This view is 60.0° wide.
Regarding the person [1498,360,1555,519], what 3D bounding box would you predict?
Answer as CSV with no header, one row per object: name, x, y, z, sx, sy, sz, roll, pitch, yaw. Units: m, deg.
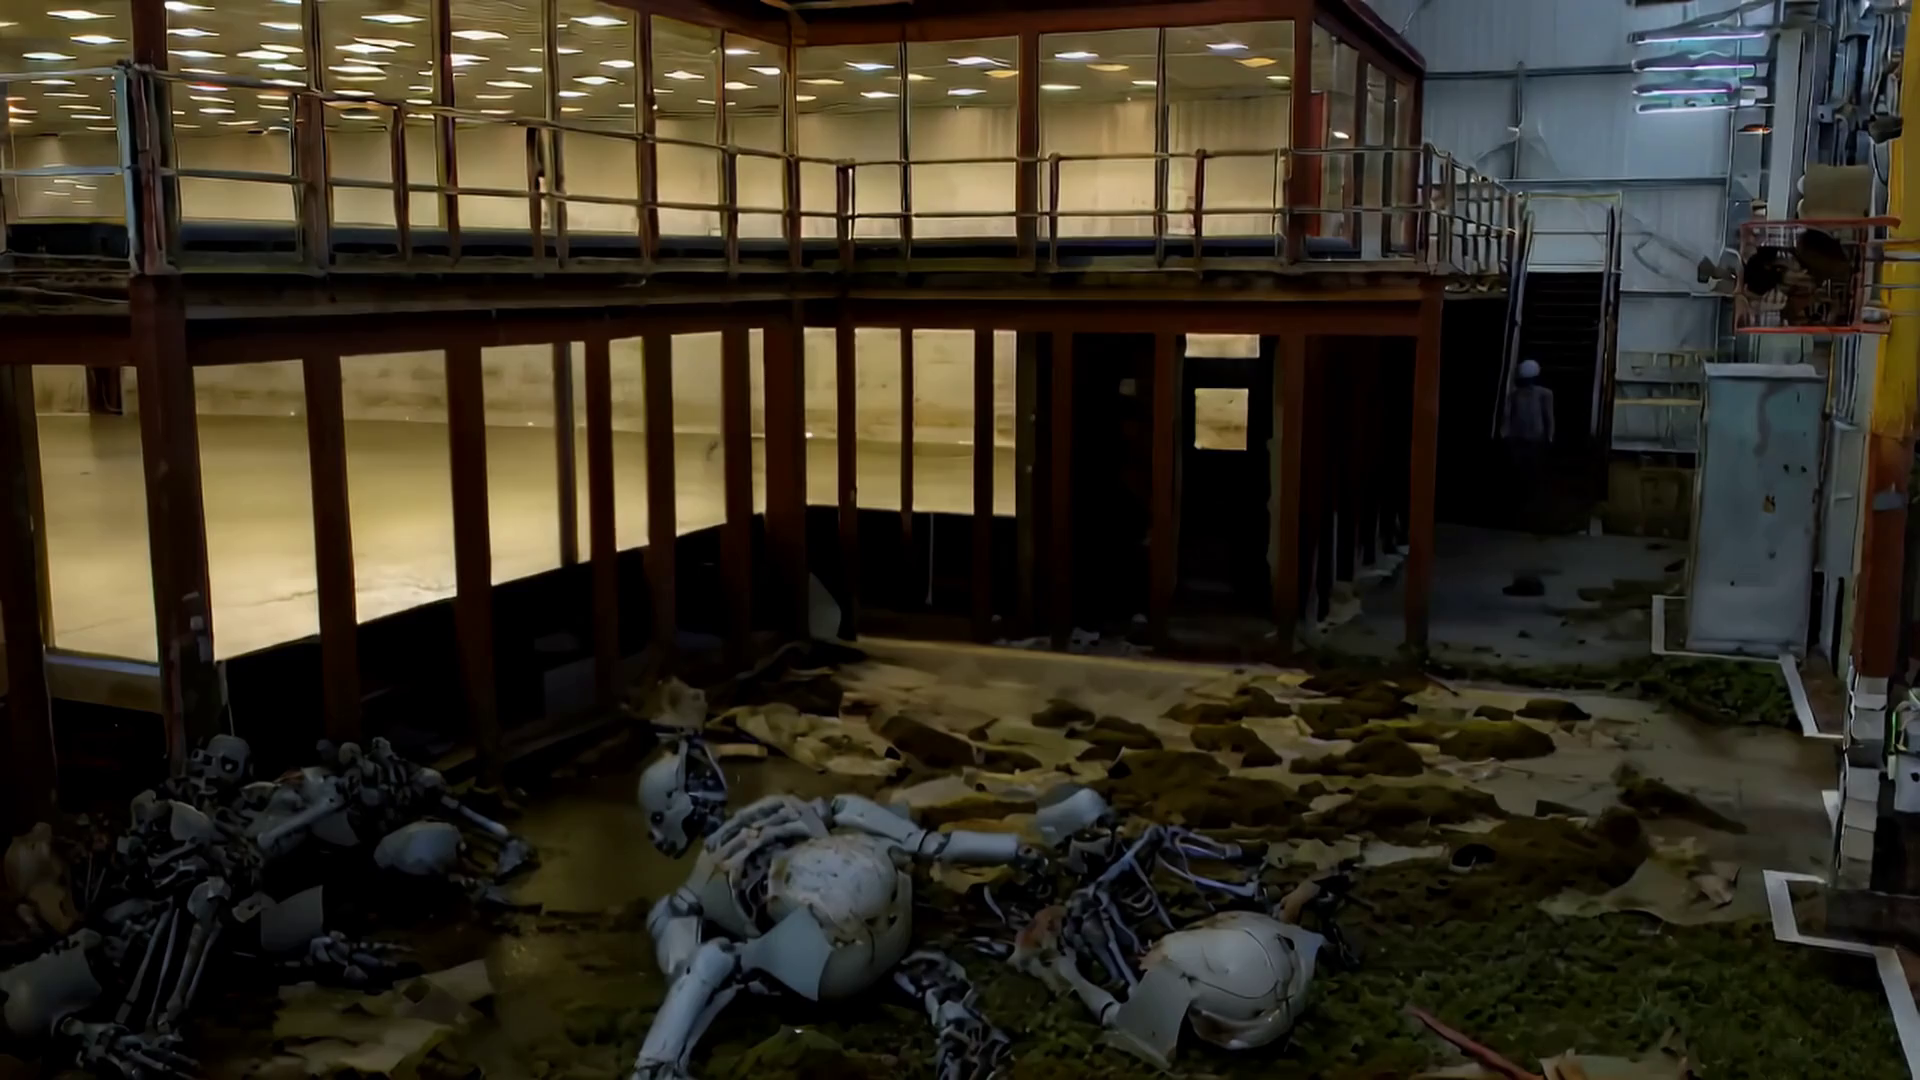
person,6.984,-1.238,20.547,0.629,1.952,0.936,4,10,25
